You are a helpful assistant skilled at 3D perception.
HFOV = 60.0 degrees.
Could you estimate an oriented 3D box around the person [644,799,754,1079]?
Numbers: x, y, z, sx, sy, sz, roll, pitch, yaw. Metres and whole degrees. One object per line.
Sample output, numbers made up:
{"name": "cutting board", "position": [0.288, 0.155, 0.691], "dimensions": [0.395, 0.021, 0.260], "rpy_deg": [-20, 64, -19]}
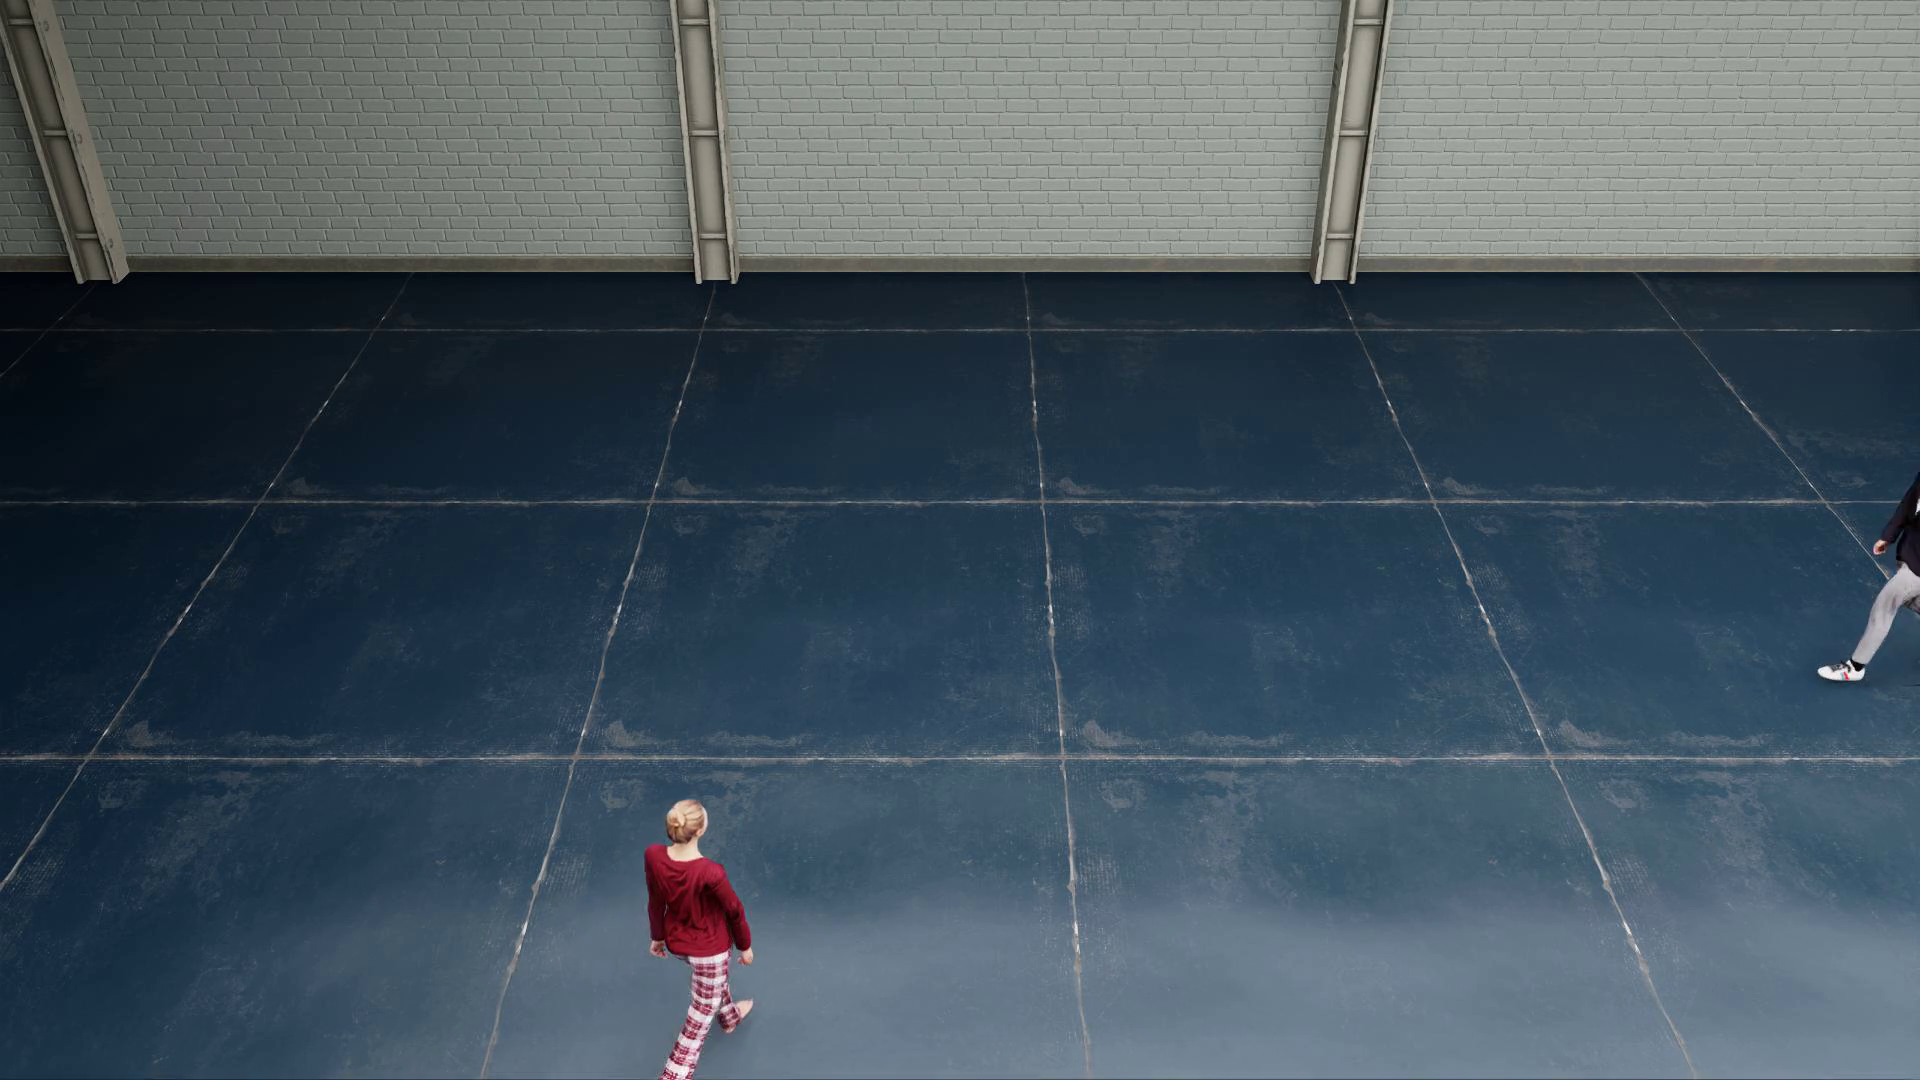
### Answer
{"name": "person", "position": [-1.271, 1.933, 7.789], "dimensions": [1.080, 1.666, 0.982], "rpy_deg": [16, 36, 23]}

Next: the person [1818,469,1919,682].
{"name": "person", "position": [6.121, 0.079, 10.409], "dimensions": [1.197, 1.916, 0.717], "rpy_deg": [1, 33, 2]}
